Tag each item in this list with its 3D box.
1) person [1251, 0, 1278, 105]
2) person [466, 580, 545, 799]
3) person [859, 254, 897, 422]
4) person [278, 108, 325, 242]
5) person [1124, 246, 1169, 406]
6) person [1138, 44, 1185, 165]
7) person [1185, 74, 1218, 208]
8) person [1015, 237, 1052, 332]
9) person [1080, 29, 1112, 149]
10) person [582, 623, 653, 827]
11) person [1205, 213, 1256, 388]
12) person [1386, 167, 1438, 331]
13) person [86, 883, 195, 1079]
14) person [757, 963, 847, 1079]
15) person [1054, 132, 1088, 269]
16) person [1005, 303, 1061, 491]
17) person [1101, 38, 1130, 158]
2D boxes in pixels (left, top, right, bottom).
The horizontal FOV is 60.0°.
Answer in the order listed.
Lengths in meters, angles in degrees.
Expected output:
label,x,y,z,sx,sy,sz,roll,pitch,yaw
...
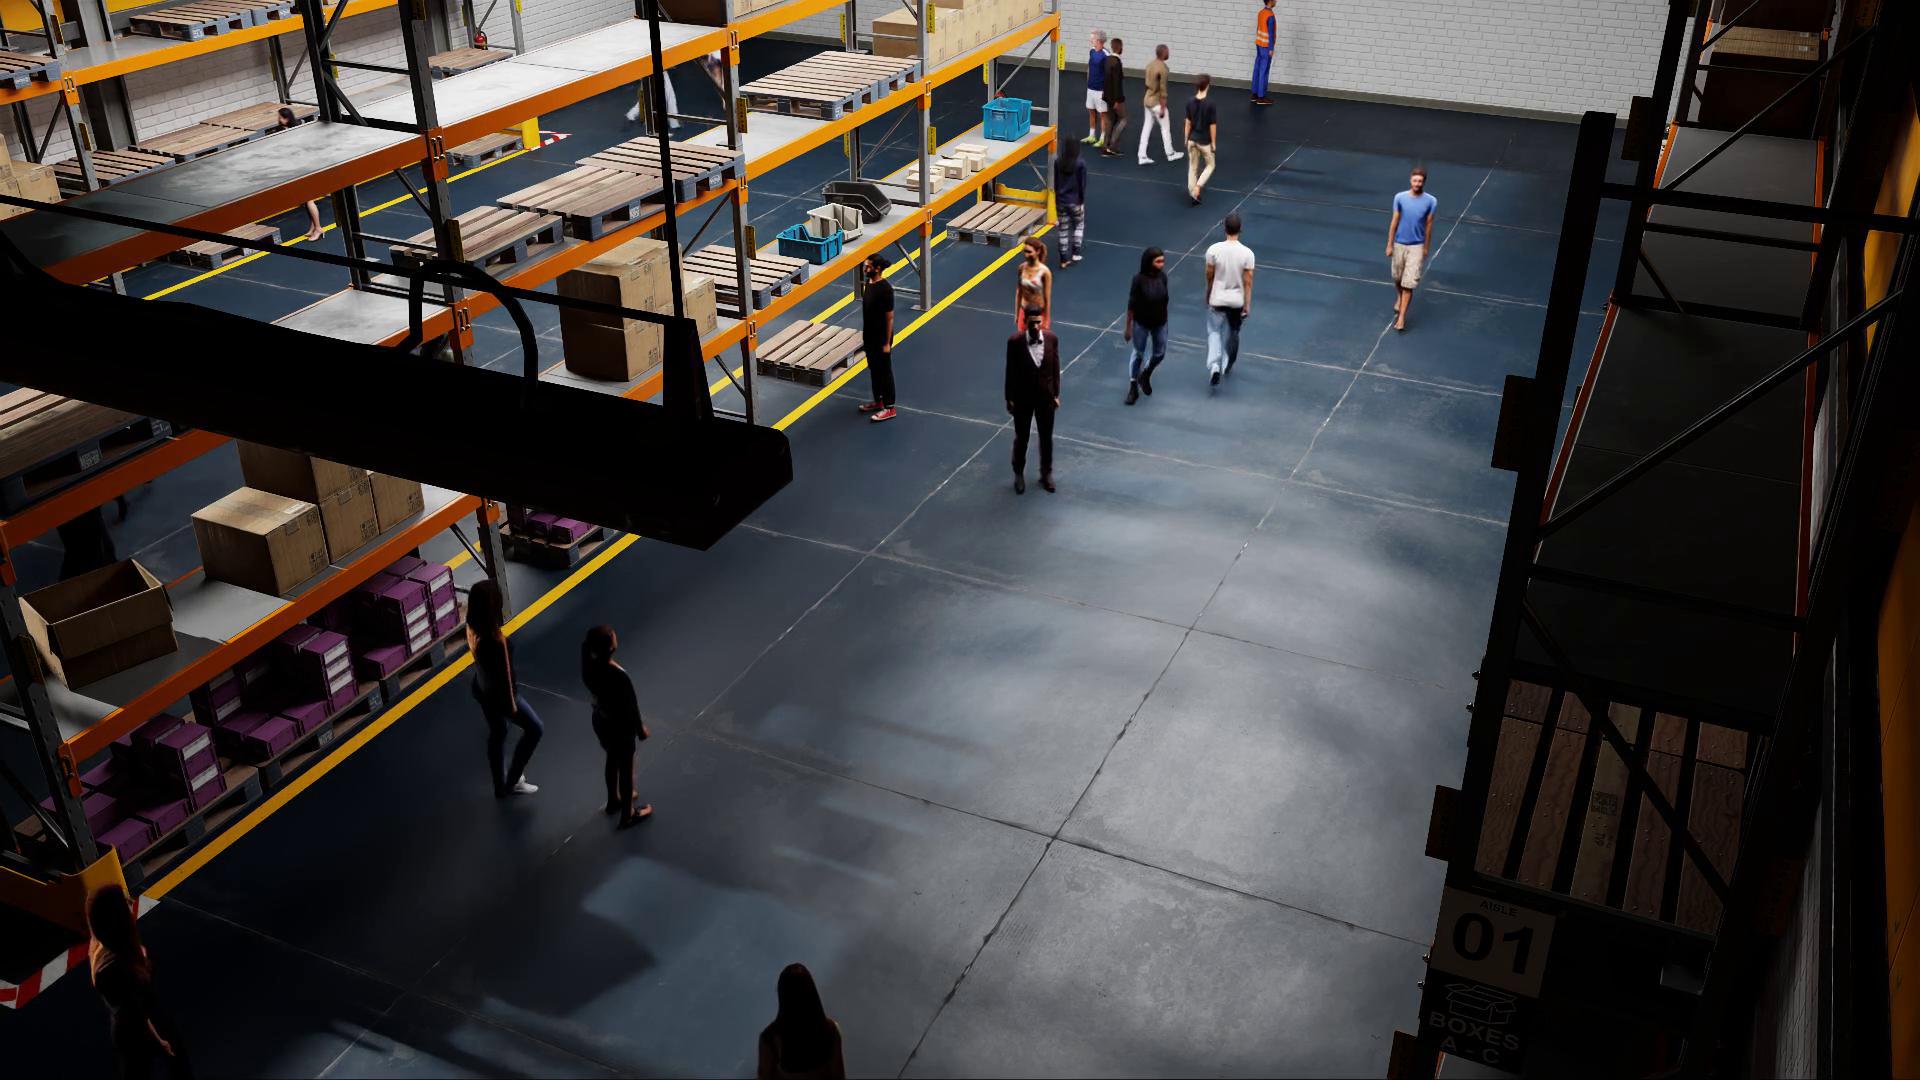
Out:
label,x,y,z,sx,sy,sz,roll,pitch,yaw
person,5.263,-8.510,28.728,0.848,1.863,0.764,-7,29,-12
person,-3.203,1.079,11.311,0.658,1.708,0.688,24,37,37
person,-0.835,-2.097,17.083,0.738,1.757,0.711,-14,32,-24
person,-8.799,-4.872,22.158,0.824,1.769,0.785,-14,32,-25
person,1.979,-2.297,17.512,0.749,1.697,0.773,-1,29,-2
person,2.909,-6.599,25.288,1.170,1.802,1.076,-15,32,-25
person,3.345,-5.577,23.365,0.720,1.850,0.749,19,34,31
person,0.778,-2.326,17.474,0.599,1.784,0.577,19,34,31
person,2.184,-7.151,26.265,0.719,1.836,0.715,-18,33,-30
person,-2.328,1.243,11.170,0.614,1.554,0.669,23,36,36
person,2.845,-2.541,17.820,0.873,1.830,1.155,4,29,8
person,5.279,-3.477,19.540,0.653,1.827,1.206,11,31,19
person,-4.385,2.544,8.649,1.139,1.685,1.052,-11,31,-20
person,-0.763,2.800,8.157,0.676,1.707,0.709,-4,29,-8
person,1.358,-4.297,21.151,0.629,1.723,0.652,10,30,17
person,0.689,-1.355,15.615,0.778,1.859,0.809,-6,29,-11
person,2.289,-6.799,25.681,0.901,1.778,0.821,-5,29,-10
